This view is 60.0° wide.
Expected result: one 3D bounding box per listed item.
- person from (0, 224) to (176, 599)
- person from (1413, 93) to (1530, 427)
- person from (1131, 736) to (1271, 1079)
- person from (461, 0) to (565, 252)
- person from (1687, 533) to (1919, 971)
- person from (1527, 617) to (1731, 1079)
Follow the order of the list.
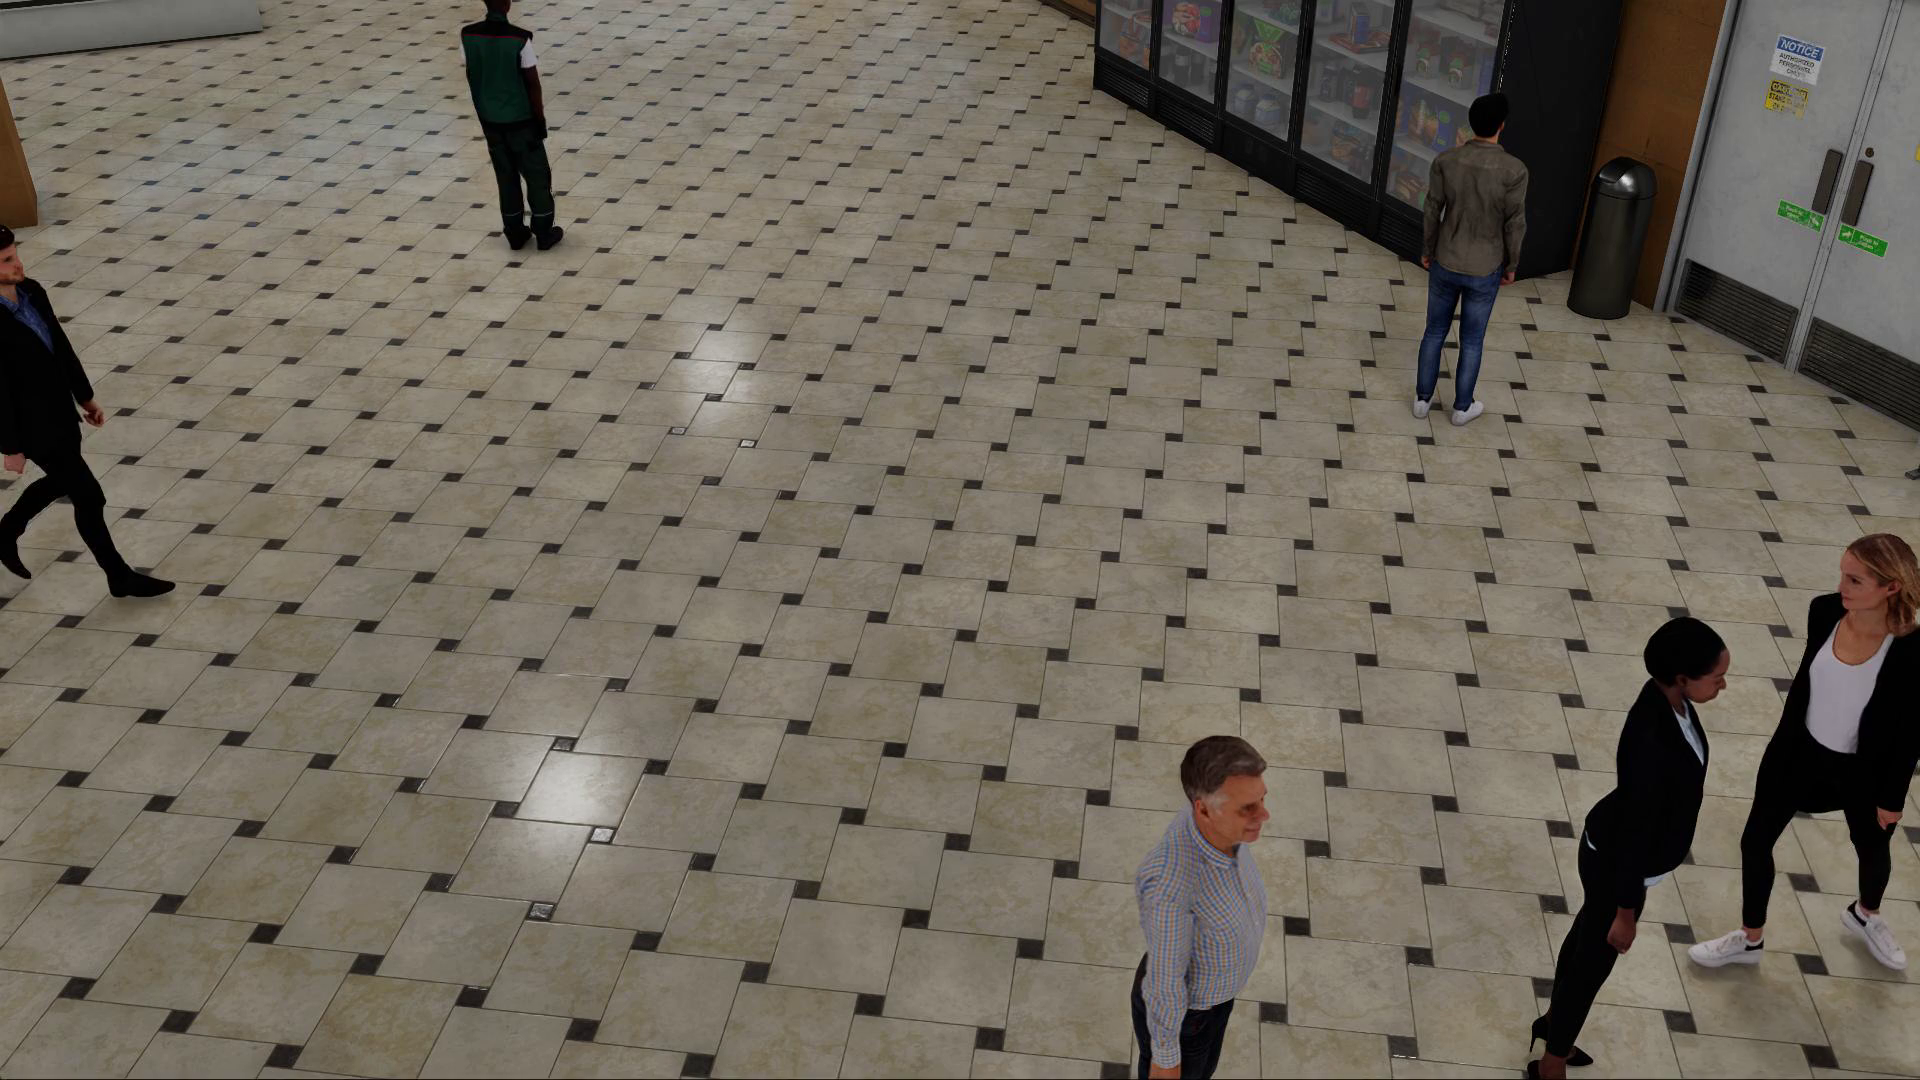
[{"bbox_3d":[-4.218,-0.540,7.505,1.237,1.856,0.962,-1,32,-2],"label":"person"},{"bbox_3d":[2.748,-1.501,9.040,0.791,1.866,0.813,16,35,24],"label":"person"},{"bbox_3d":[0.639,1.264,4.642,0.798,1.818,0.703,16,35,24],"label":"person"},{"bbox_3d":[-3.057,-2.833,11.214,0.798,1.831,0.883,5,32,9],"label":"person"},{"bbox_3d":[2.962,0.750,5.514,0.950,1.768,0.803,-23,38,-32],"label":"person"},{"bbox_3d":[1.994,1.006,5.039,0.737,1.836,0.652,15,35,23],"label":"person"}]
